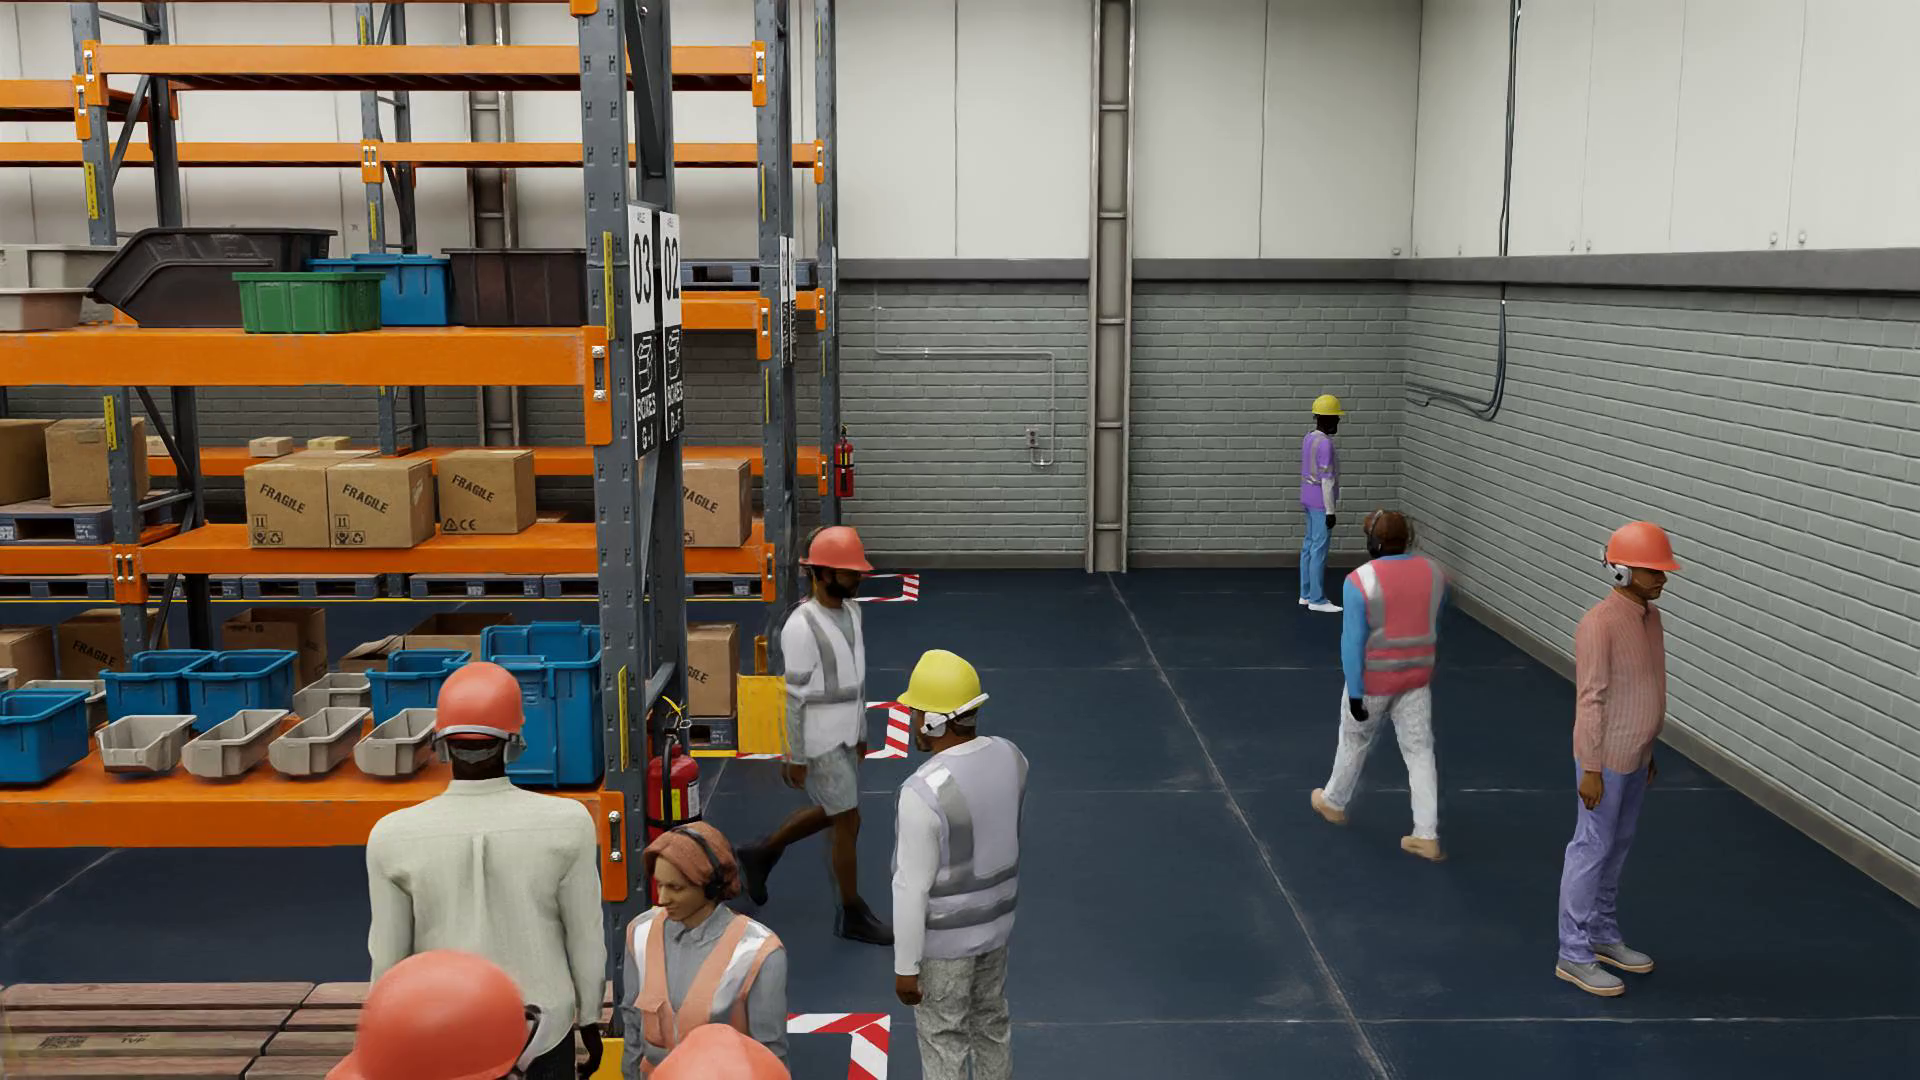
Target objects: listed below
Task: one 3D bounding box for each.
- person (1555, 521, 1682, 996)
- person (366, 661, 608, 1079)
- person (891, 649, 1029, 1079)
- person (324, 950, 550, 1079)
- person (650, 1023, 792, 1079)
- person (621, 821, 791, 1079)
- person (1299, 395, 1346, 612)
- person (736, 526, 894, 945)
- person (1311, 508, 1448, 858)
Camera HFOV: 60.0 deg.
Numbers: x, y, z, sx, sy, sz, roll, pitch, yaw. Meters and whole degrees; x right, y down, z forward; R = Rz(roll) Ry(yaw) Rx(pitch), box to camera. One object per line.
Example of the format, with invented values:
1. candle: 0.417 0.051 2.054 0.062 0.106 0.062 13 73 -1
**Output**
1. person: 2.795 0.903 7.029 0.397 1.992 0.622 9 13 44
2. person: -1.265 1.312 4.517 0.612 1.996 0.389 -2 9 -12
3. person: -0.023 1.254 5.414 0.403 1.828 0.598 7 12 37
4. person: -0.773 1.611 2.692 0.393 1.991 0.626 -4 10 -21
5. person: -0.340 1.667 2.520 0.542 1.938 0.358 -7 12 -38
6. person: -0.659 1.521 4.358 0.525 1.632 0.311 5 10 27
7. person: 3.212 -0.326 14.769 0.364 1.927 0.587 -1 9 -5
8. person: -0.660 0.865 7.552 0.827 1.910 0.547 4 10 24
9. person: 2.250 0.723 8.778 0.627 1.794 0.975 -3 10 -15
